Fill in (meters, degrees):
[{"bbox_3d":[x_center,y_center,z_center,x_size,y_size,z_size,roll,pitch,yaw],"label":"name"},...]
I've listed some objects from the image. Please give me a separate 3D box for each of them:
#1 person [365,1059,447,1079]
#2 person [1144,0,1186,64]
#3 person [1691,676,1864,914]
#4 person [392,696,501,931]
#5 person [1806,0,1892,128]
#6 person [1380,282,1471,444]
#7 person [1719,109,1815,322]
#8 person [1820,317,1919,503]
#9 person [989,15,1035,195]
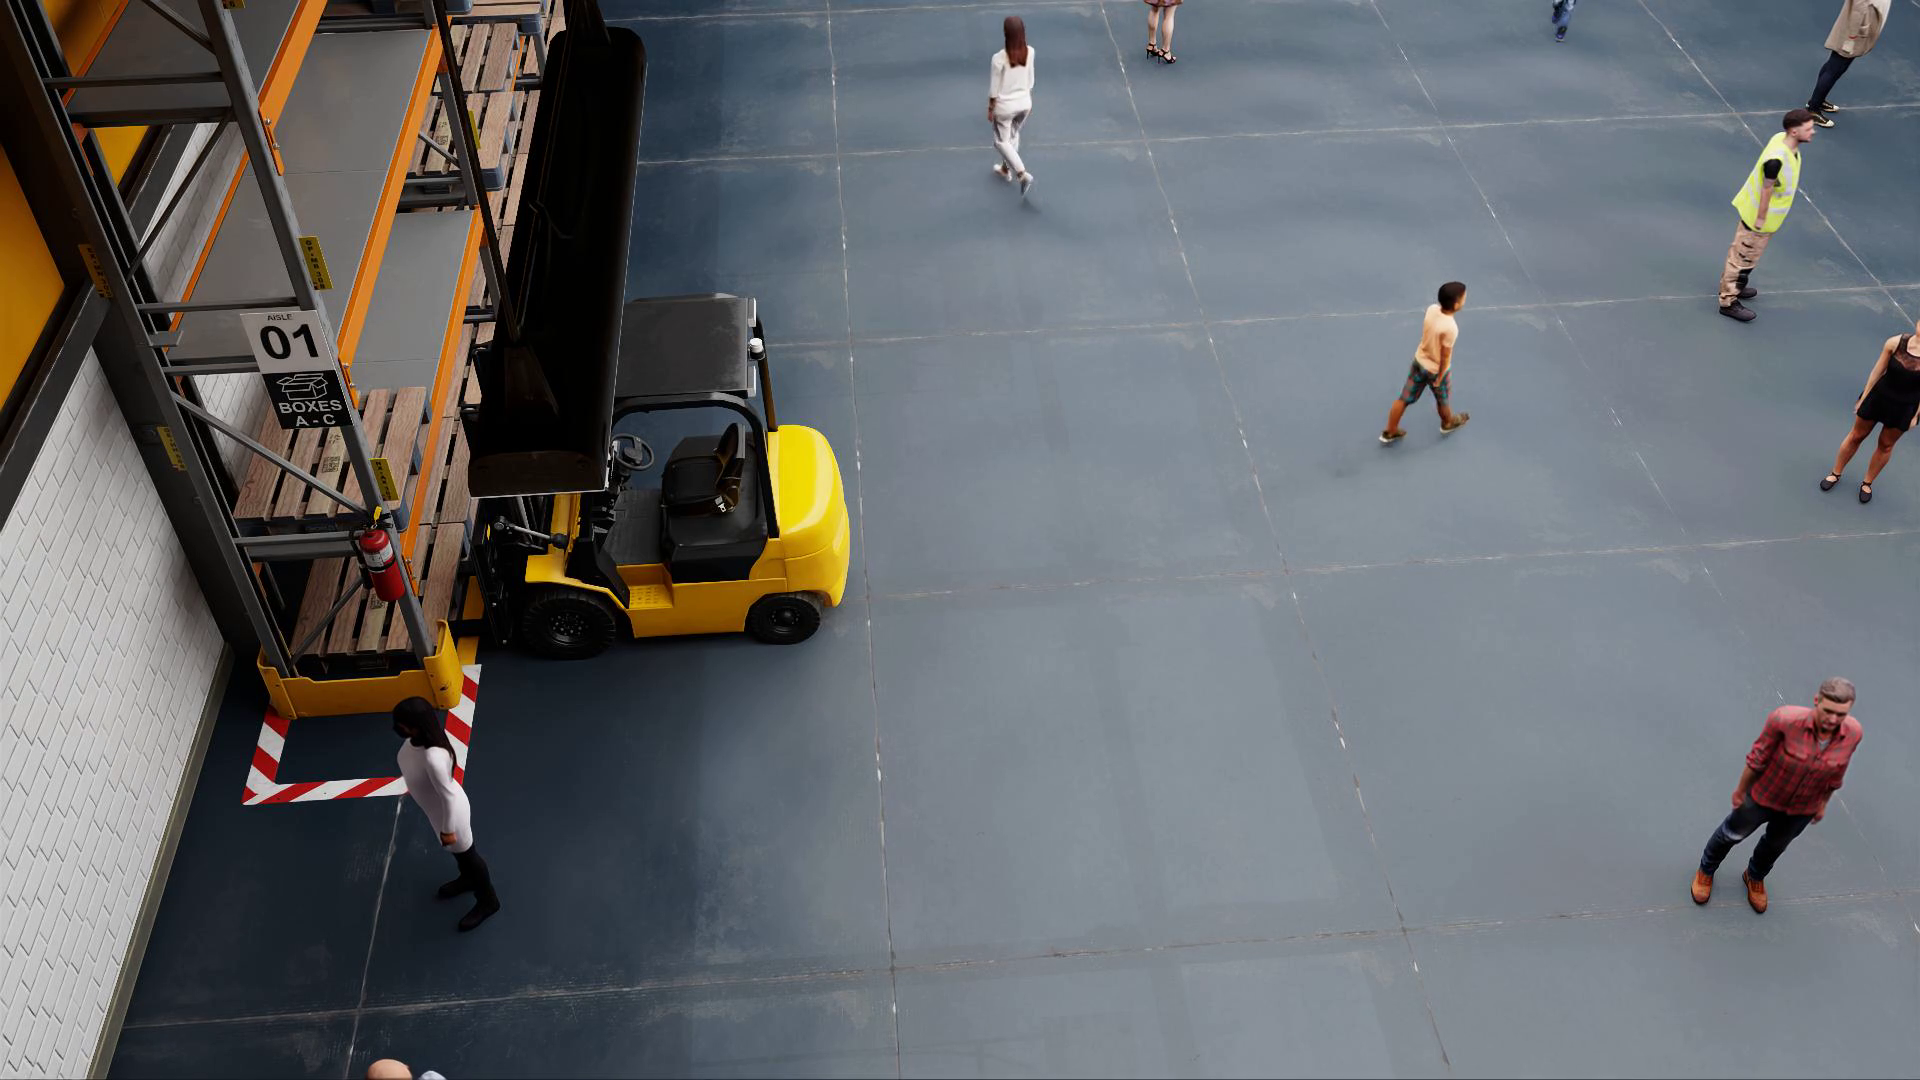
[{"bbox_3d":[-2.464,2.926,7.754,0.769,1.791,0.626,10,44,10],"label":"person"},{"bbox_3d":[2.092,-5.690,16.812,0.857,1.773,0.779,-28,50,-26],"label":"person"},{"bbox_3d":[4.609,1.407,9.320,0.738,1.831,0.656,8,44,8],"label":"person"},{"bbox_3d":[-2.857,1.489,9.251,0.748,1.809,0.631,-24,49,-23],"label":"person"},{"bbox_3d":[8.549,-4.927,15.925,0.882,1.891,0.794,21,48,21],"label":"person"},{"bbox_3d":[3.466,-1.291,12.444,0.841,1.427,0.976,-19,47,-19],"label":"person"},{"bbox_3d":[6.588,-2.695,13.615,0.898,1.847,0.820,18,46,18],"label":"person"},{"bbox_3d":[6.704,-0.993,11.953,0.680,1.675,0.723,23,48,23],"label":"person"},{"bbox_3d":[0.498,-3.893,14.999,0.867,1.671,1.036,-23,48,-22],"label":"person"}]
